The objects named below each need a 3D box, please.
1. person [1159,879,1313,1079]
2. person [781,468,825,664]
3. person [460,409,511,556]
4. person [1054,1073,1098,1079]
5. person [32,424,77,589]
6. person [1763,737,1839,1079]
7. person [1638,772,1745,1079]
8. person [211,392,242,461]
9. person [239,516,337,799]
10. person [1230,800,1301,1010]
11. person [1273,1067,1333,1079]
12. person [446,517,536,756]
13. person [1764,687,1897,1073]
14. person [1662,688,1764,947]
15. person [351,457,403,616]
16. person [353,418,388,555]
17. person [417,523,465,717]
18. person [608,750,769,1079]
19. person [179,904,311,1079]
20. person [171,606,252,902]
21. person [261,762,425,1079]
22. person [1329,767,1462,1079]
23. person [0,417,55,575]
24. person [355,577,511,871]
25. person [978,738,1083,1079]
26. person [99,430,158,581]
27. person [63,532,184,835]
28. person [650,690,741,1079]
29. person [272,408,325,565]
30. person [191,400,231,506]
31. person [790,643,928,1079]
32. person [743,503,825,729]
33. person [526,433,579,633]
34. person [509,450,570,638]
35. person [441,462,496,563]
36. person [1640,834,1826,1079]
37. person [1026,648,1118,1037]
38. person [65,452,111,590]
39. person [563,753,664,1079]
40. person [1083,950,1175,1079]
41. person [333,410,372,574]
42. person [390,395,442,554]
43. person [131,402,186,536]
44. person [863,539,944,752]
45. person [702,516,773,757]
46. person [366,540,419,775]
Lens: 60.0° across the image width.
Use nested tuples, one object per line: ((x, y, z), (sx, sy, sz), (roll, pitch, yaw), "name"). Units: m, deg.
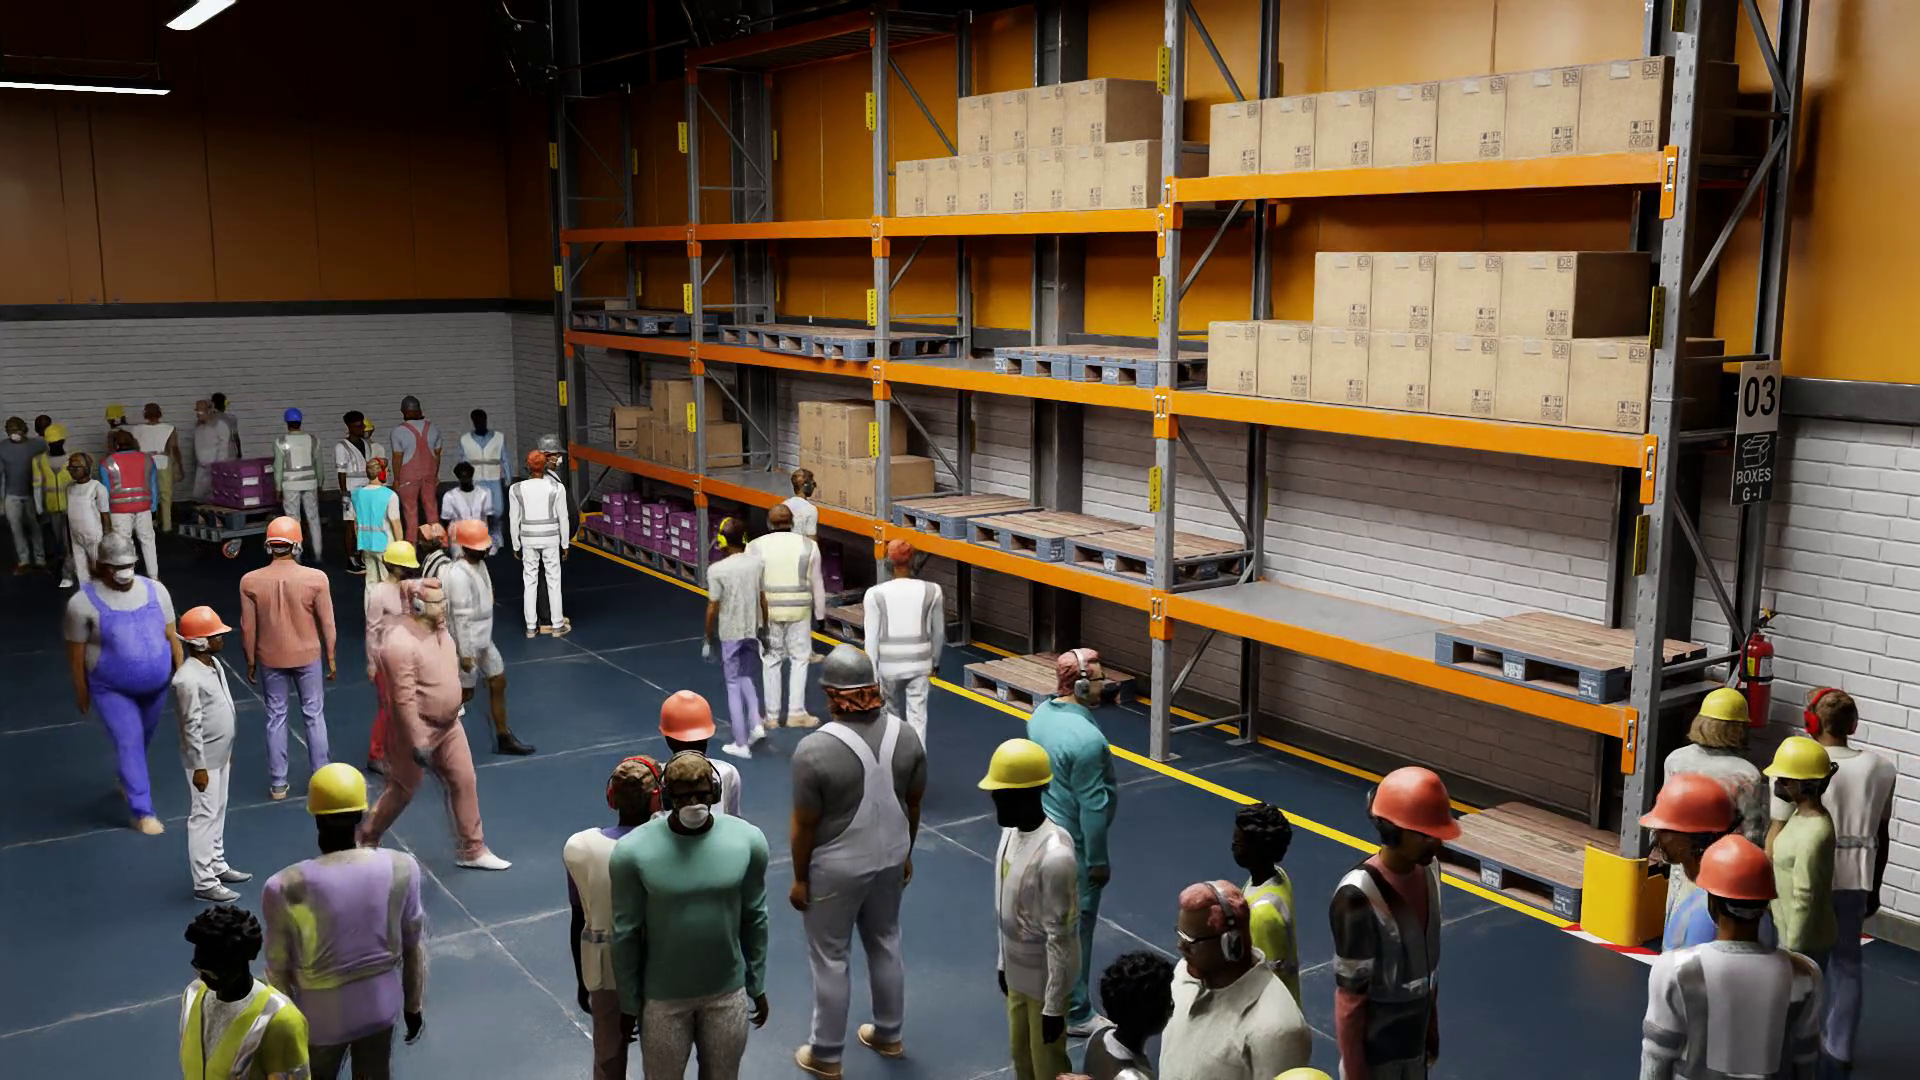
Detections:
((0.806, 1.981, 5.229), (0.403, 1.897, 0.654), (-4, 11, -23), "person")
((-1.491, 0.246, 15.591), (0.351, 1.837, 0.502), (-9, 14, -44), "person")
((-6.052, -0.749, 21.267), (0.604, 1.888, 0.488), (-2, 10, -13), "person")
((0.371, 2.203, 3.967), (0.461, 1.882, 0.656), (7, 12, 37), "person")
((-10.431, -0.427, 19.386), (0.583, 1.894, 0.896), (-1, 10, -9), "person")
((3.609, 1.712, 7.202), (0.340, 1.761, 0.527), (4, 11, 25), "person")
((2.634, 1.809, 6.006), (1.102, 1.974, 0.631), (4, 10, 20), "person")
((-10.619, -1.206, 24.021), (0.550, 1.866, 0.330), (0, 10, 1), "person")
((-4.710, 0.824, 11.714), (0.622, 1.992, 0.395), (-2, 10, -14), "person")
((1.179, 1.854, 6.544), (0.317, 1.695, 0.540), (2, 10, 10), "person")
((0.859, 2.207, 4.362), (0.320, 1.738, 0.485), (2, 10, 13), "person")
((-3.732, 0.748, 12.511), (0.879, 1.897, 0.566), (1, 10, 4), "person")
((3.993, 1.593, 7.683), (0.563, 1.834, 0.425), (0, 10, 0), "person")
((3.653, 1.573, 8.081), (0.311, 1.736, 0.483), (-8, 12, -39), "person")
((-5.703, 0.109, 16.347), (0.567, 1.847, 0.389), (4, 10, 22), "person")
((-7.525, -0.667, 21.140), (0.534, 1.767, 0.319), (3, 10, 17), "person")
((-4.288, 0.664, 13.731), (0.314, 1.631, 0.519), (-6, 11, -30), "person")
((-1.029, 1.750, 6.448), (0.630, 1.940, 0.373), (-4, 10, -22), "person")
((-2.396, 2.022, 5.570), (0.532, 1.693, 0.319), (4, 11, 24), "person")
((-4.450, 1.256, 9.873), (0.319, 1.755, 0.573), (-2, 10, -10), "person")
((-2.338, 1.782, 6.337), (0.612, 1.910, 0.416), (-7, 12, -36), "person")
((1.560, 1.788, 5.964), (0.411, 2.032, 0.611), (9, 13, 43), "person")
((-11.164, -0.522, 19.858), (0.687, 1.921, 0.419), (-4, 11, -23), "person")
((-3.325, 1.143, 10.232), (0.949, 1.867, 0.640), (3, 10, 17), "person")
((0.275, 1.727, 6.653), (0.412, 1.918, 0.591), (-3, 10, -17), "person")
((-9.515, -0.343, 19.058), (0.431, 1.835, 0.624), (9, 13, 43), "person")
((-5.631, 0.883, 11.237), (1.003, 2.000, 0.687), (7, 12, 37), "person")
((-1.188, 1.601, 7.316), (0.542, 1.939, 0.363), (-6, 11, -32), "person")
((-8.197, -0.668, 20.615), (0.615, 1.943, 0.409), (-8, 13, -41), "person")
((-10.132, -0.959, 22.496), (0.642, 1.887, 0.432), (4, 10, 21), "person")
((-0.517, 1.473, 7.774), (0.692, 2.000, 0.535), (-8, 12, -38), "person")
((-1.420, 0.613, 13.456), (0.655, 1.829, 0.443), (-1, 10, -7), "person")
((-4.144, -0.086, 16.922), (0.535, 2.000, 0.682), (-3, 10, -15), "person")
((-4.190, 0.042, 16.631), (0.583, 1.884, 0.350), (-1, 10, -5), "person")
((-5.291, -0.042, 17.885), (0.554, 1.630, 0.792), (-6, 11, -32), "person")
((2.509, 1.918, 5.494), (0.545, 1.930, 0.387), (1, 10, 6), "person")
((0.575, 1.470, 8.183), (0.402, 1.910, 0.641), (-4, 10, -20), "person")
((-8.825, 0.029, 16.824), (0.506, 1.846, 0.345), (3, 10, 15), "person")
((-1.292, 1.772, 6.636), (0.560, 1.837, 0.388), (1, 10, 7), "person")
((0.500, 2.089, 5.185), (0.322, 1.691, 0.535), (-1, 10, -8), "person")
((-7.262, -0.584, 20.065), (0.367, 1.966, 0.607), (3, 10, 16), "person")
((-7.017, -0.841, 21.357), (0.535, 2.000, 0.691), (9, 13, 42), "person")
((-10.910, -0.957, 22.671), (0.621, 1.830, 0.473), (-1, 10, -7), "person")
((-0.399, 0.896, 11.763), (0.573, 1.826, 0.994), (-1, 10, -5), "person")
((-1.710, 0.737, 12.653), (0.545, 1.851, 0.403), (-8, 13, -40), "person")
((-4.151, 0.858, 12.263), (0.432, 1.744, 0.554), (2, 10, 13), "person")
